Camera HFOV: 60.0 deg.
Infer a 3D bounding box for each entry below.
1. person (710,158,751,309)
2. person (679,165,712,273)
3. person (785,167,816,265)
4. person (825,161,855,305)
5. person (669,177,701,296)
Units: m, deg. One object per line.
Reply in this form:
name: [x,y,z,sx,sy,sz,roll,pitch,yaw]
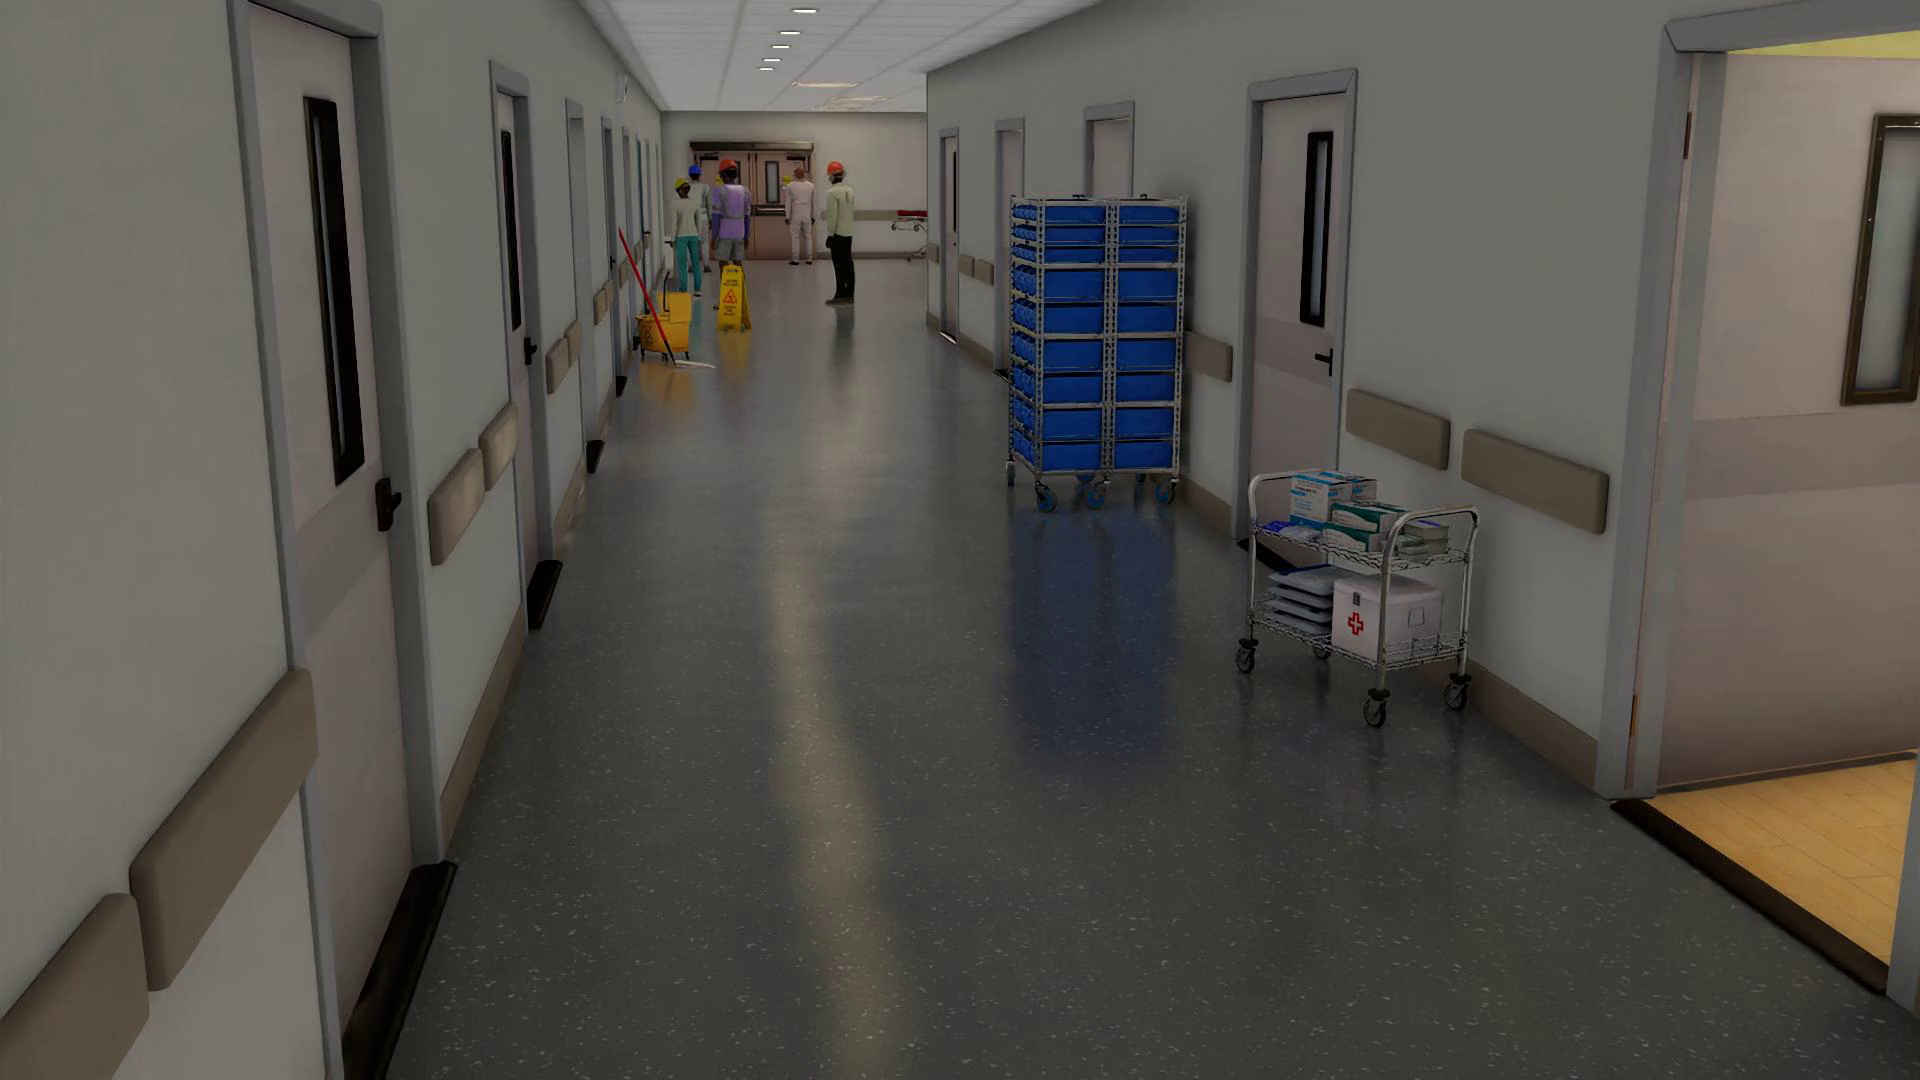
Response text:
person: [-3.130,-4.152,22.618,0.619,2.030,0.404,-12,17,-42]
person: [-4.820,-5.858,30.380,0.608,1.943,0.402,-1,13,-5]
person: [-3.157,-6.383,32.798,0.651,1.907,0.409,-7,14,-27]
person: [-1.703,-4.298,23.345,0.392,1.991,0.612,6,14,27]
person: [-4.082,-4.489,24.717,0.522,1.763,0.320,-11,16,-39]
